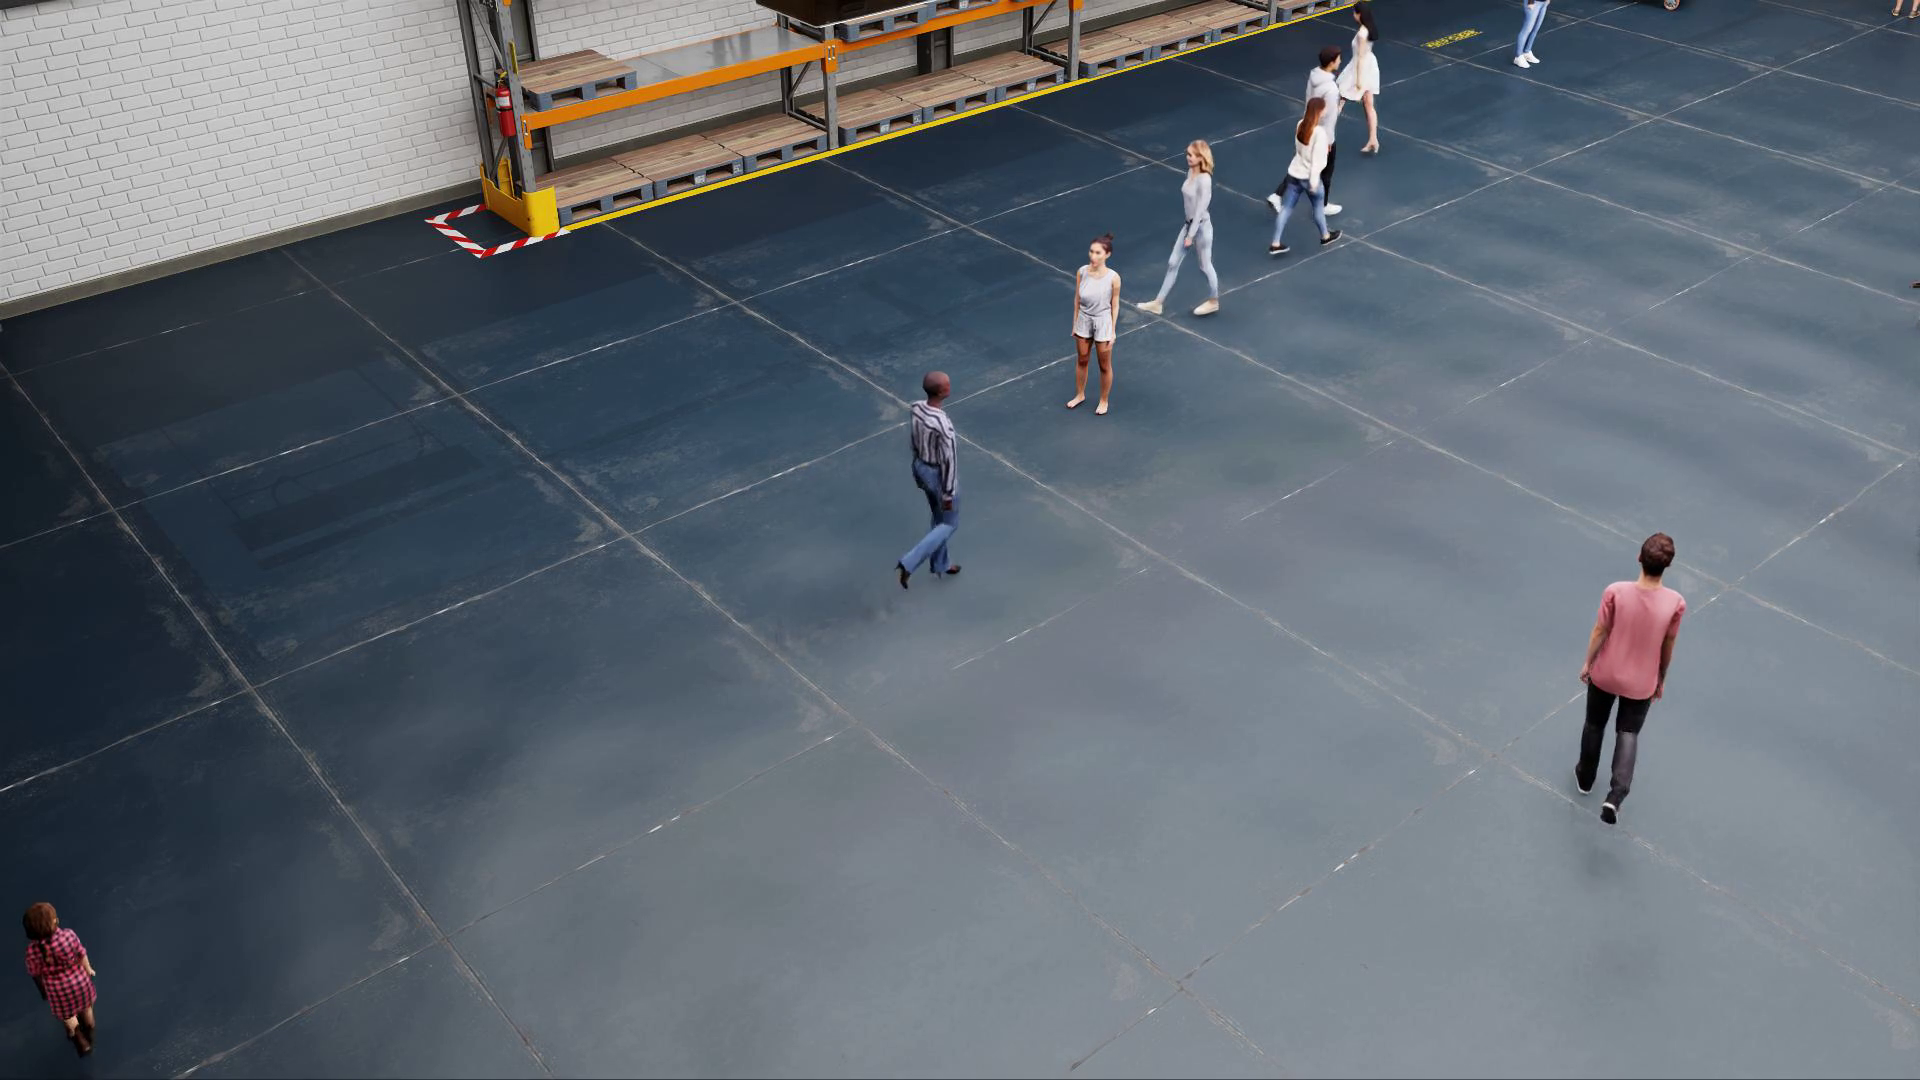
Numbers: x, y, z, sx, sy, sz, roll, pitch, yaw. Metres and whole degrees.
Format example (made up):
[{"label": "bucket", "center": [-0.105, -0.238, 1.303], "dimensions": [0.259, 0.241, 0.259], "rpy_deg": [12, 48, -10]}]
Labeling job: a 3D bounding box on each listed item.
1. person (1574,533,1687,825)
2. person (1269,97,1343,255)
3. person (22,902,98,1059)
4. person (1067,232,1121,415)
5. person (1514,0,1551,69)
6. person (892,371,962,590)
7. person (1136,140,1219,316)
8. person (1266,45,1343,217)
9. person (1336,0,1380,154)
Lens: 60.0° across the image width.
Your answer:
[{"label": "person", "center": [3.982, 0.880, 9.976], "dimensions": [0.958, 1.941, 1.106], "rpy_deg": [9, 35, 14]}, {"label": "person", "center": [3.489, -3.708, 17.149], "dimensions": [1.155, 1.642, 0.804], "rpy_deg": [-16, 37, -22]}, {"label": "person", "center": [-4.669, 2.303, 8.673], "dimensions": [0.561, 1.014, 0.524], "rpy_deg": [-20, 38, -27]}, {"label": "person", "center": [1.179, -1.874, 14.423], "dimensions": [0.645, 1.604, 0.667], "rpy_deg": [16, 37, 22]}, {"label": "person", "center": [7.807, -7.272, 22.519], "dimensions": [0.488, 1.633, 0.698], "rpy_deg": [-26, 42, -34]}, {"label": "person", "center": [-0.242, -0.388, 12.028], "dimensions": [0.907, 1.781, 0.664], "rpy_deg": [-23, 40, -30]}, {"label": "person", "center": [2.346, -2.942, 15.893], "dimensions": [1.166, 1.757, 0.937], "rpy_deg": [-8, 34, -12]}, {"label": "person", "center": [3.766, -4.344, 17.871], "dimensions": [1.242, 1.901, 0.928], "rpy_deg": [-12, 36, -18]}, {"label": "person", "center": [4.832, -5.426, 19.659], "dimensions": [0.920, 1.725, 1.127], "rpy_deg": [16, 37, 23]}]
